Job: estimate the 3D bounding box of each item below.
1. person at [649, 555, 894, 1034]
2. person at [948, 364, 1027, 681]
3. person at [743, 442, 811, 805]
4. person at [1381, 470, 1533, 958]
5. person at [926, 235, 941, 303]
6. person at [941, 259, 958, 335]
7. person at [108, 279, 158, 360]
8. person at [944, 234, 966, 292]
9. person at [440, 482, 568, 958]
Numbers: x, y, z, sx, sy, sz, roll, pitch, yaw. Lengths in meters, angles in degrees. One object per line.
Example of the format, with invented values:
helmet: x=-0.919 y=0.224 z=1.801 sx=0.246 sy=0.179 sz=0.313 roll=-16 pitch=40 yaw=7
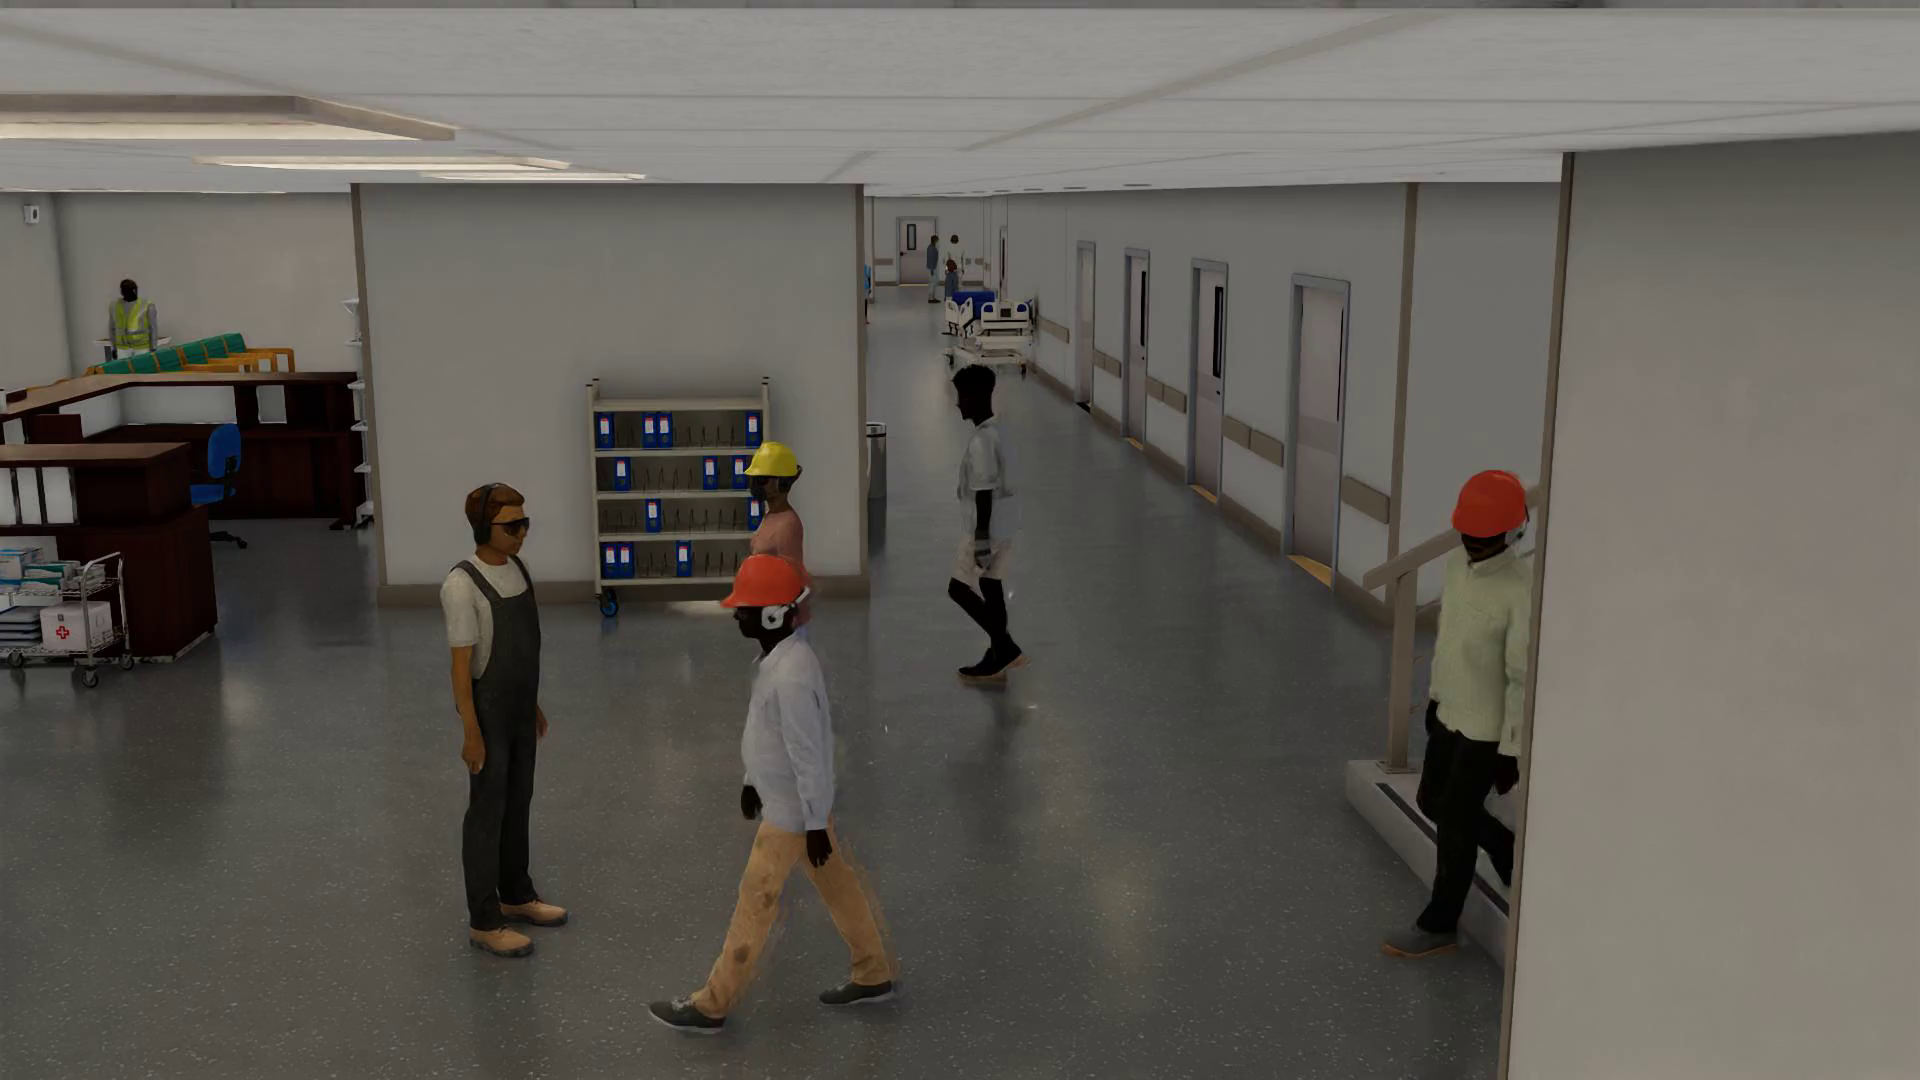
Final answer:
person: x=-0.648 y=0.887 z=5.854 sx=0.905 sy=1.696 sz=0.585 roll=-2 pitch=12 yaw=-9
person: x=0.149 y=-0.081 z=9.982 sx=0.418 sy=1.948 sz=0.625 roll=3 pitch=12 yaw=16
person: x=-0.886 y=0.400 z=8.080 sx=0.304 sy=1.772 sz=0.526 roll=-3 pitch=12 yaw=-17
person: x=2.012 y=0.676 z=6.274 sx=0.640 sy=1.954 sz=0.667 roll=-2 pitch=12 yaw=-10
person: x=-0.762 y=-7.695 z=47.259 sx=0.390 sy=1.928 sz=0.636 roll=1 pitch=12 yaw=6
person: x=-0.201 y=-5.261 z=36.070 sx=0.286 sy=1.633 sz=0.499 roll=-6 pitch=13 yaw=-26
person: x=-11.337 y=-2.647 z=22.820 sx=0.649 sy=1.836 sz=0.430 roll=-1 pitch=12 yaw=-7
person: x=-0.150 y=-7.674 z=47.112 sx=0.632 sy=1.940 sz=0.372 roll=-4 pitch=12 yaw=-20
person: x=-1.783 y=0.686 z=6.484 sx=0.334 sy=1.843 sz=0.513 roll=3 pitch=12 yaw=15
